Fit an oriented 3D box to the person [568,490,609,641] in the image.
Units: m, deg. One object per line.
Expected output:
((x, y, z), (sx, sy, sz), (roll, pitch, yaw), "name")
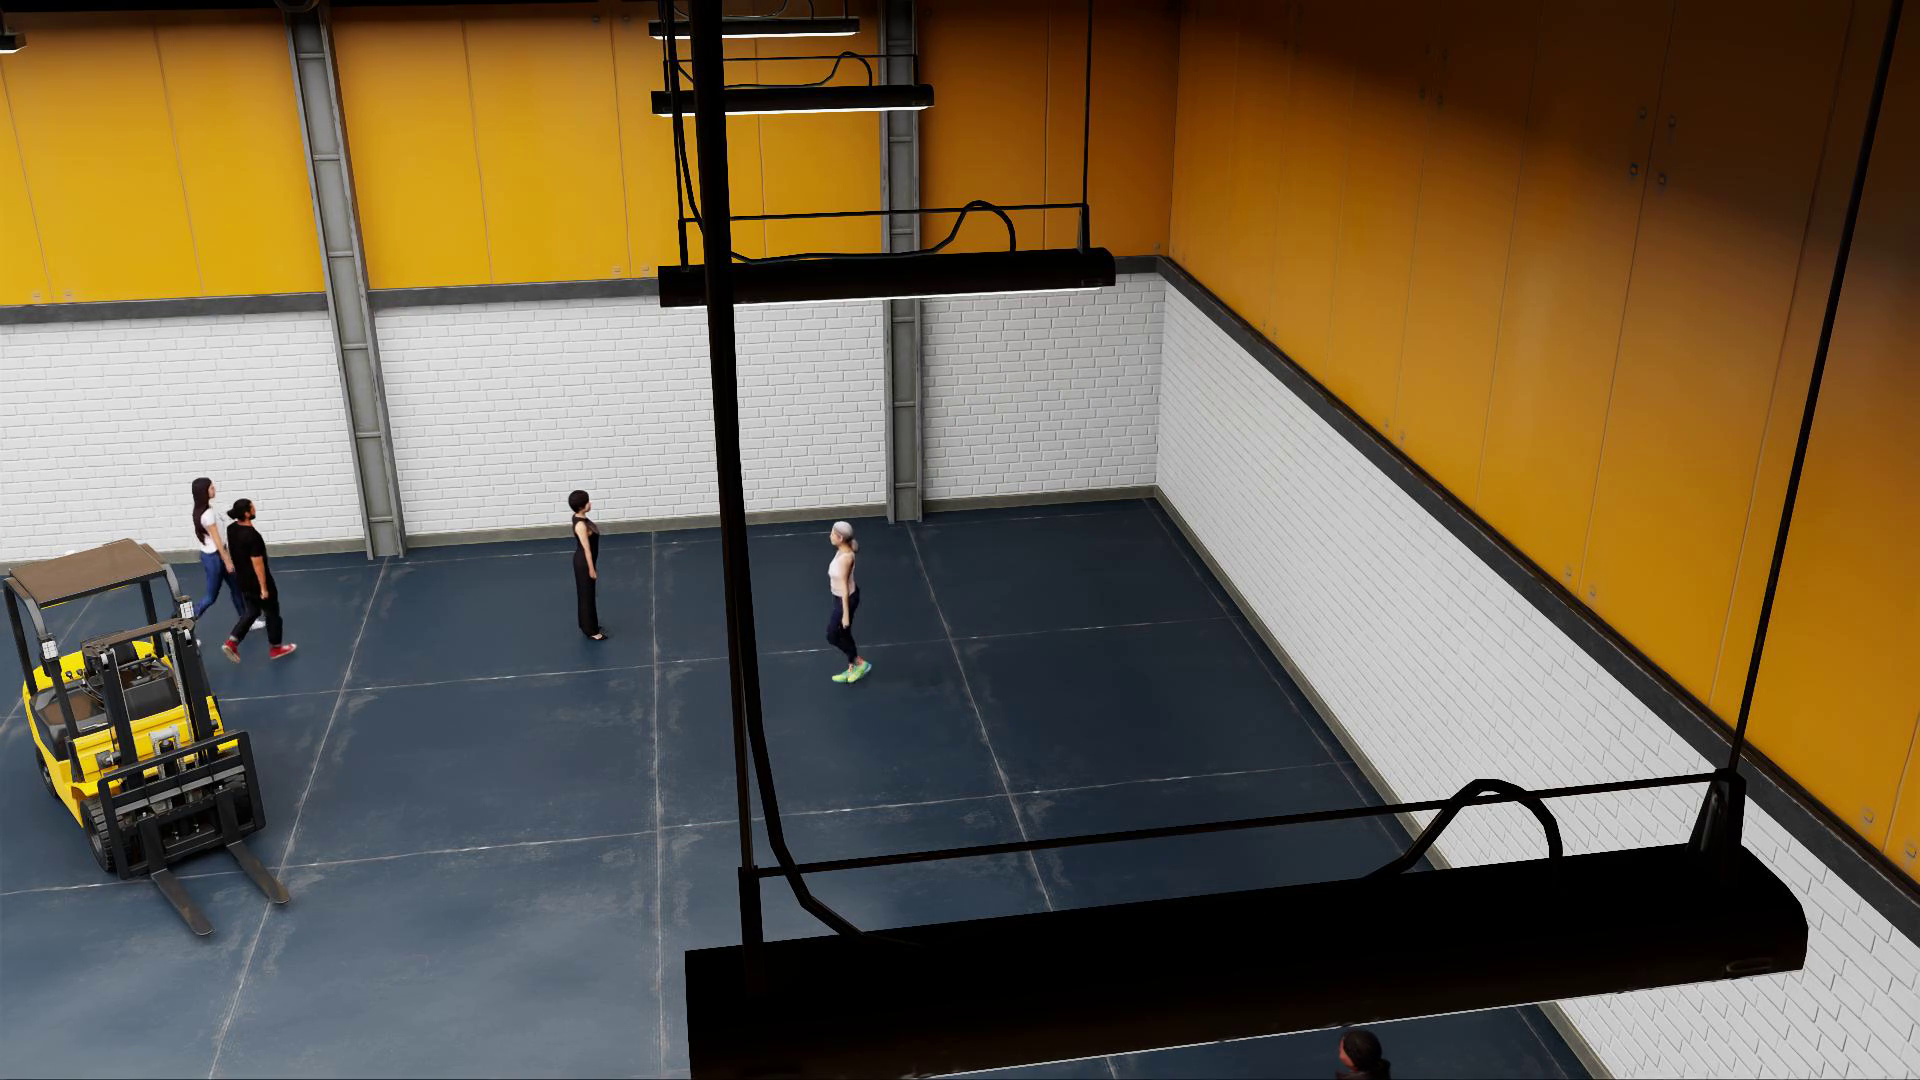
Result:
((-3.814, 0.247, 16.898), (0.577, 1.604, 0.619), (-10, 25, -21), "person")

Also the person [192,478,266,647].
((-7.602, 0.253, 16.721), (1.205, 1.735, 0.885), (-13, 27, -27), "person")

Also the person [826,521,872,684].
((-1.003, 0.621, 15.939), (0.668, 1.686, 0.642), (-2, 24, -5), "person")

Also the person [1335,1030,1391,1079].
((2.236, 3.475, 9.437), (0.762, 1.666, 0.700), (11, 26, 24), "person")

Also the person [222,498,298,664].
((-6.986, 0.437, 16.300), (0.997, 1.734, 1.039), (15, 28, 30), "person")
